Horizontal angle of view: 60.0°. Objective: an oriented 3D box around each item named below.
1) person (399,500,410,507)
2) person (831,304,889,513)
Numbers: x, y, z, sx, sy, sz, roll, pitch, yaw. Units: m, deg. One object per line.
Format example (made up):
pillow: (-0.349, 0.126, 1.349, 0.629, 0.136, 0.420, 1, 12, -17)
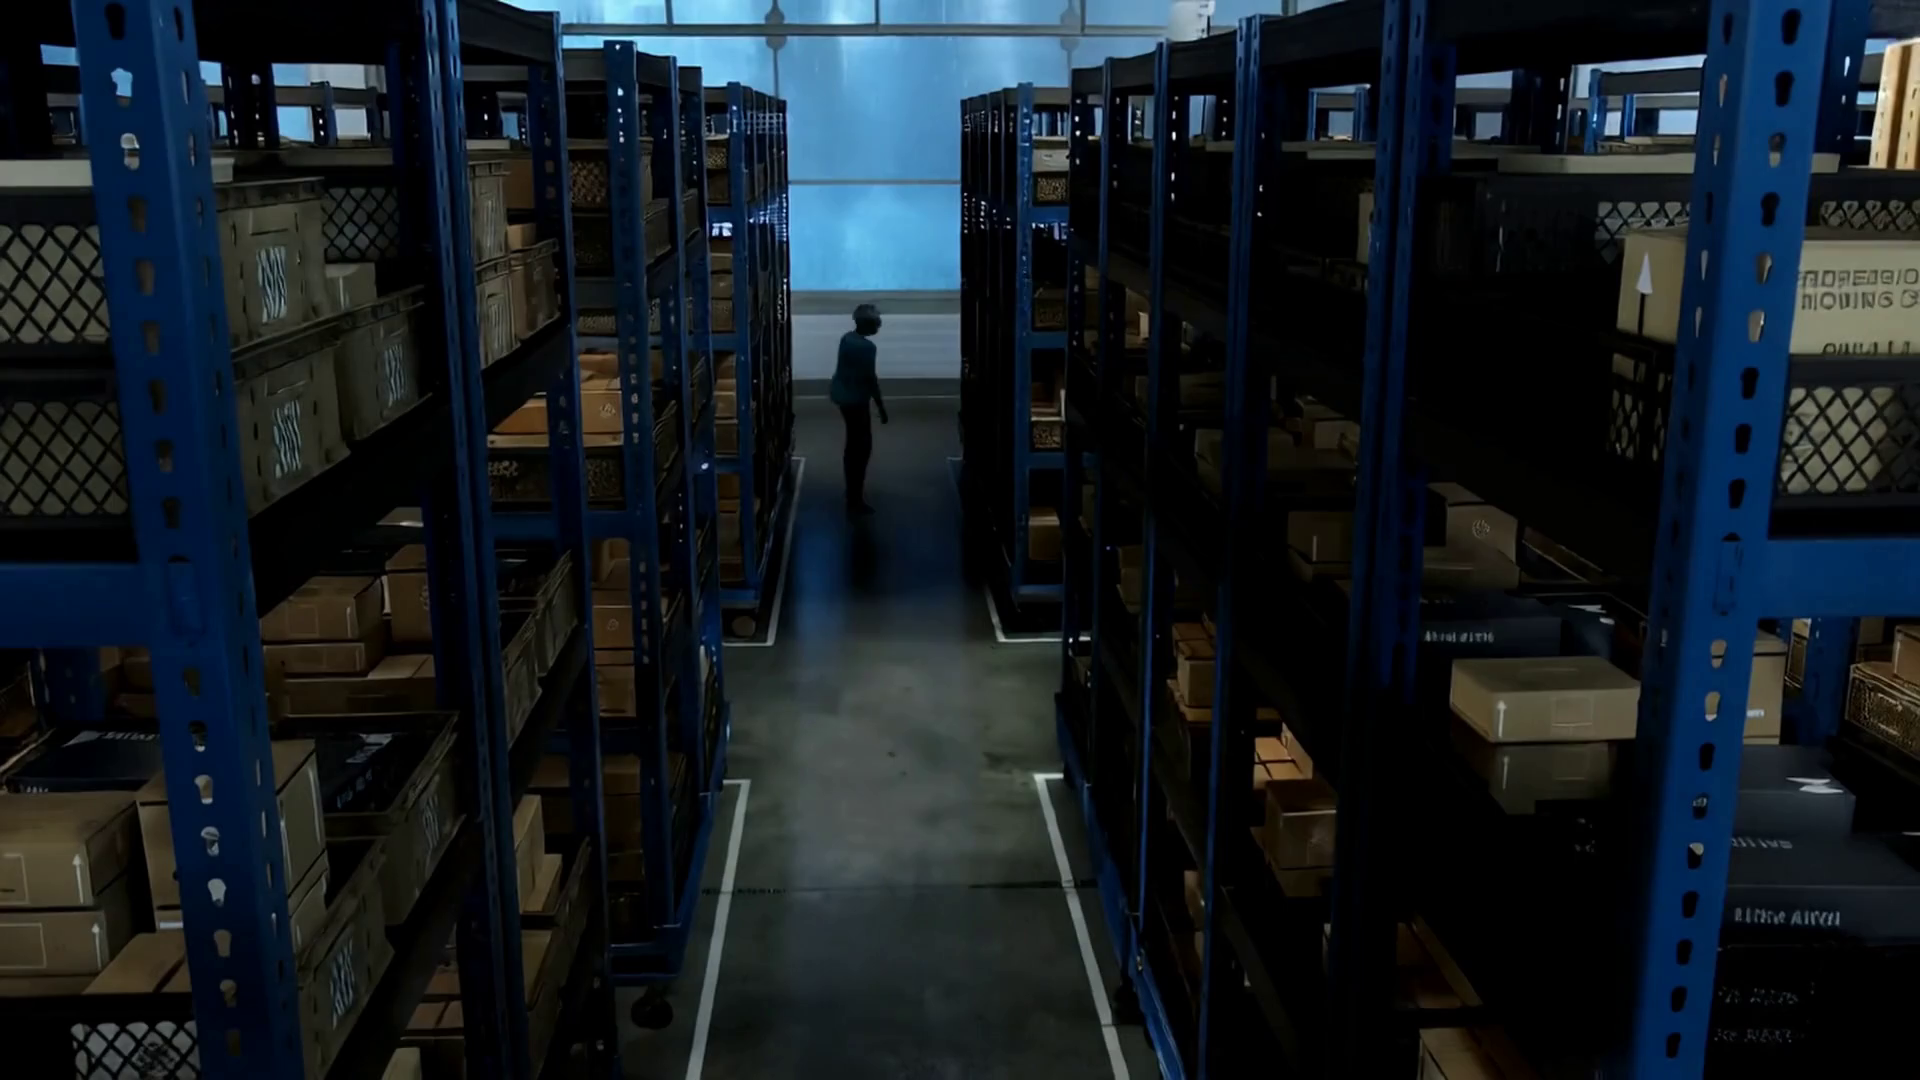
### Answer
person: (-3.587, -0.036, 10.236, 0.949, 1.783, 0.604, -1, 14, -3)
person: (-0.910, -1.185, 14.816, 0.434, 1.816, 0.832, -6, 15, -22)
